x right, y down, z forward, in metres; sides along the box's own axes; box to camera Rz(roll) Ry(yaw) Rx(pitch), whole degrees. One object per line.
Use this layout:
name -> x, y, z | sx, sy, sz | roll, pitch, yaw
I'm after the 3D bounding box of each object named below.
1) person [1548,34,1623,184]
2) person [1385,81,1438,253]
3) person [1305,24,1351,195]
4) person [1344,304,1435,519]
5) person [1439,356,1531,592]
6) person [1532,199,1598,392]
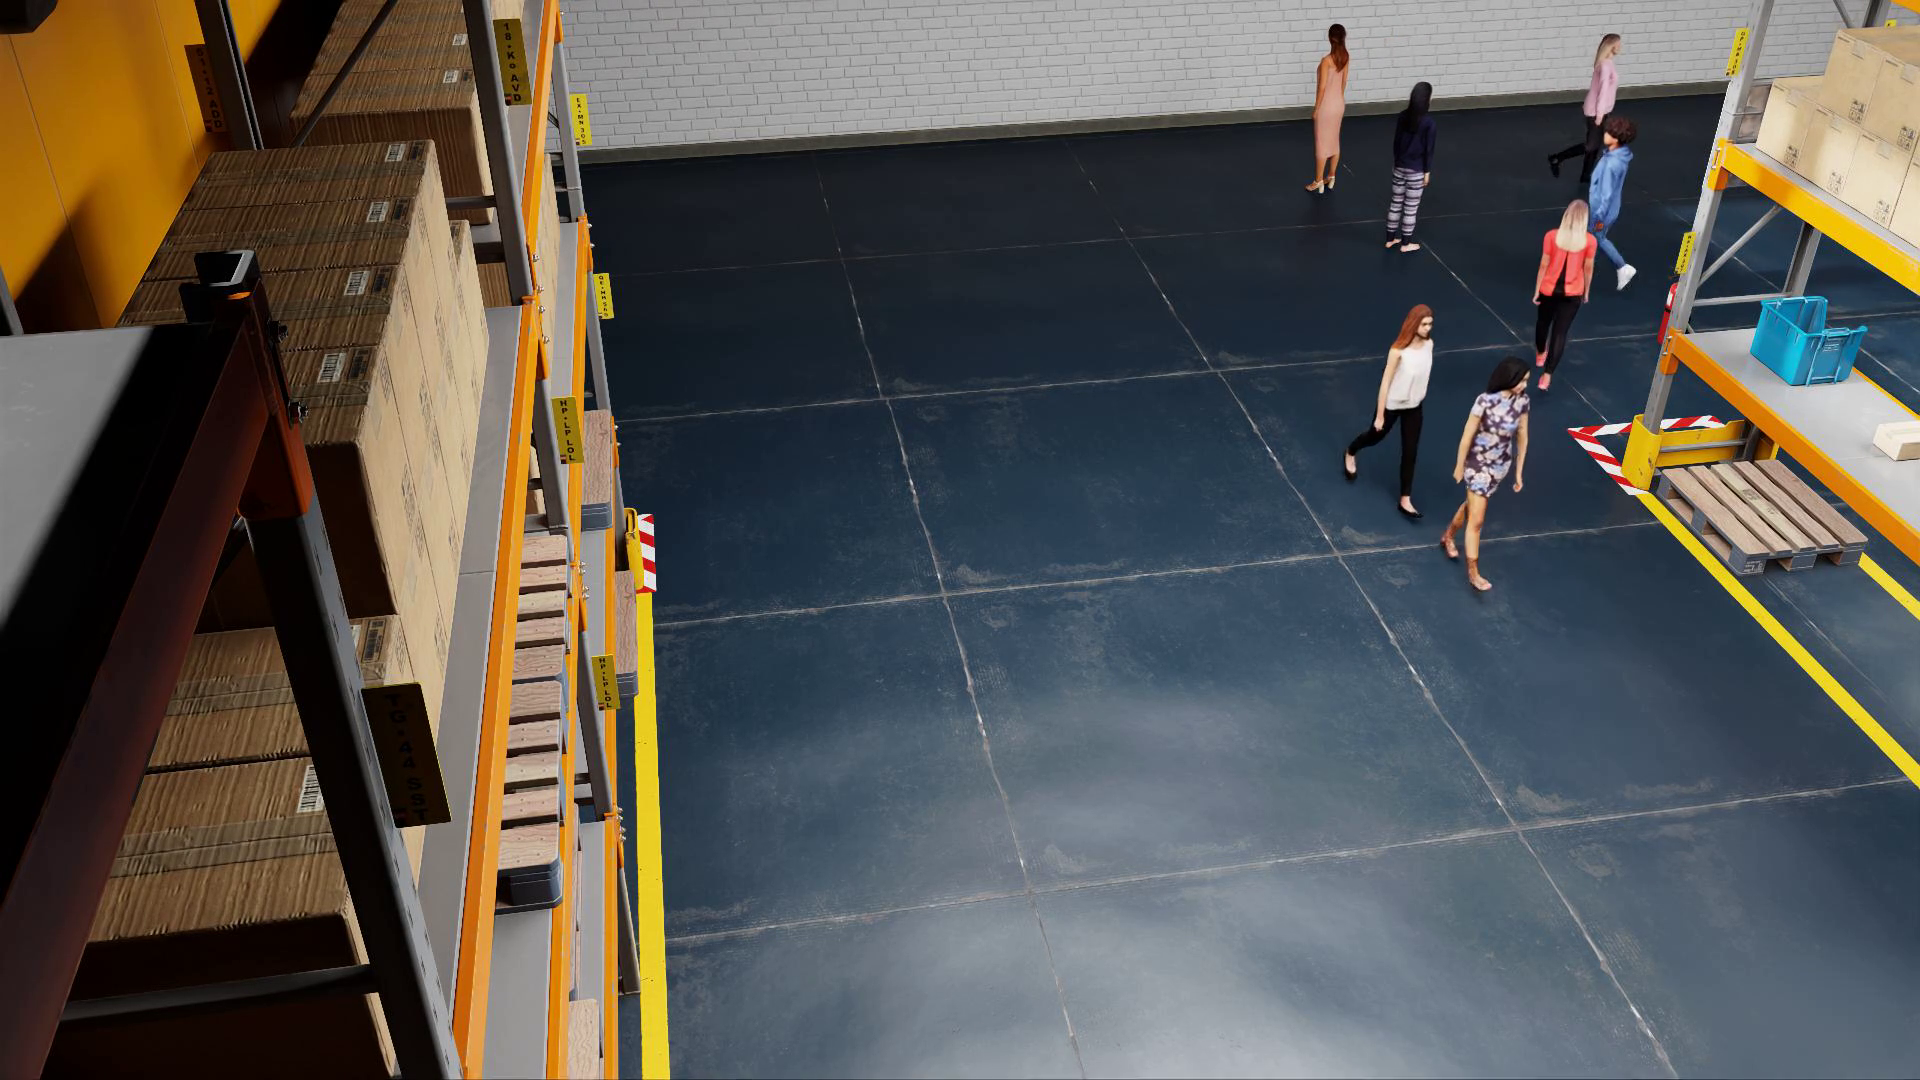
person -> 6.885, -4.698, 18.210 | 0.912, 1.674, 0.933 | 11, 35, 16
person -> 4.534, -3.759, 16.743 | 0.736, 1.733, 0.617 | -24, 41, -32
person -> 4.019, -4.677, 18.035 | 0.657, 1.832, 0.652 | -21, 39, -28
person -> 3.298, -1.055, 12.727 | 0.756, 1.676, 1.225 | -11, 35, -15
person -> 3.757, -0.560, 11.967 | 0.668, 1.693, 1.073 | -8, 34, -12
person -> 5.135, -2.064, 14.264 | 1.022, 1.655, 1.230 | 13, 36, 19
